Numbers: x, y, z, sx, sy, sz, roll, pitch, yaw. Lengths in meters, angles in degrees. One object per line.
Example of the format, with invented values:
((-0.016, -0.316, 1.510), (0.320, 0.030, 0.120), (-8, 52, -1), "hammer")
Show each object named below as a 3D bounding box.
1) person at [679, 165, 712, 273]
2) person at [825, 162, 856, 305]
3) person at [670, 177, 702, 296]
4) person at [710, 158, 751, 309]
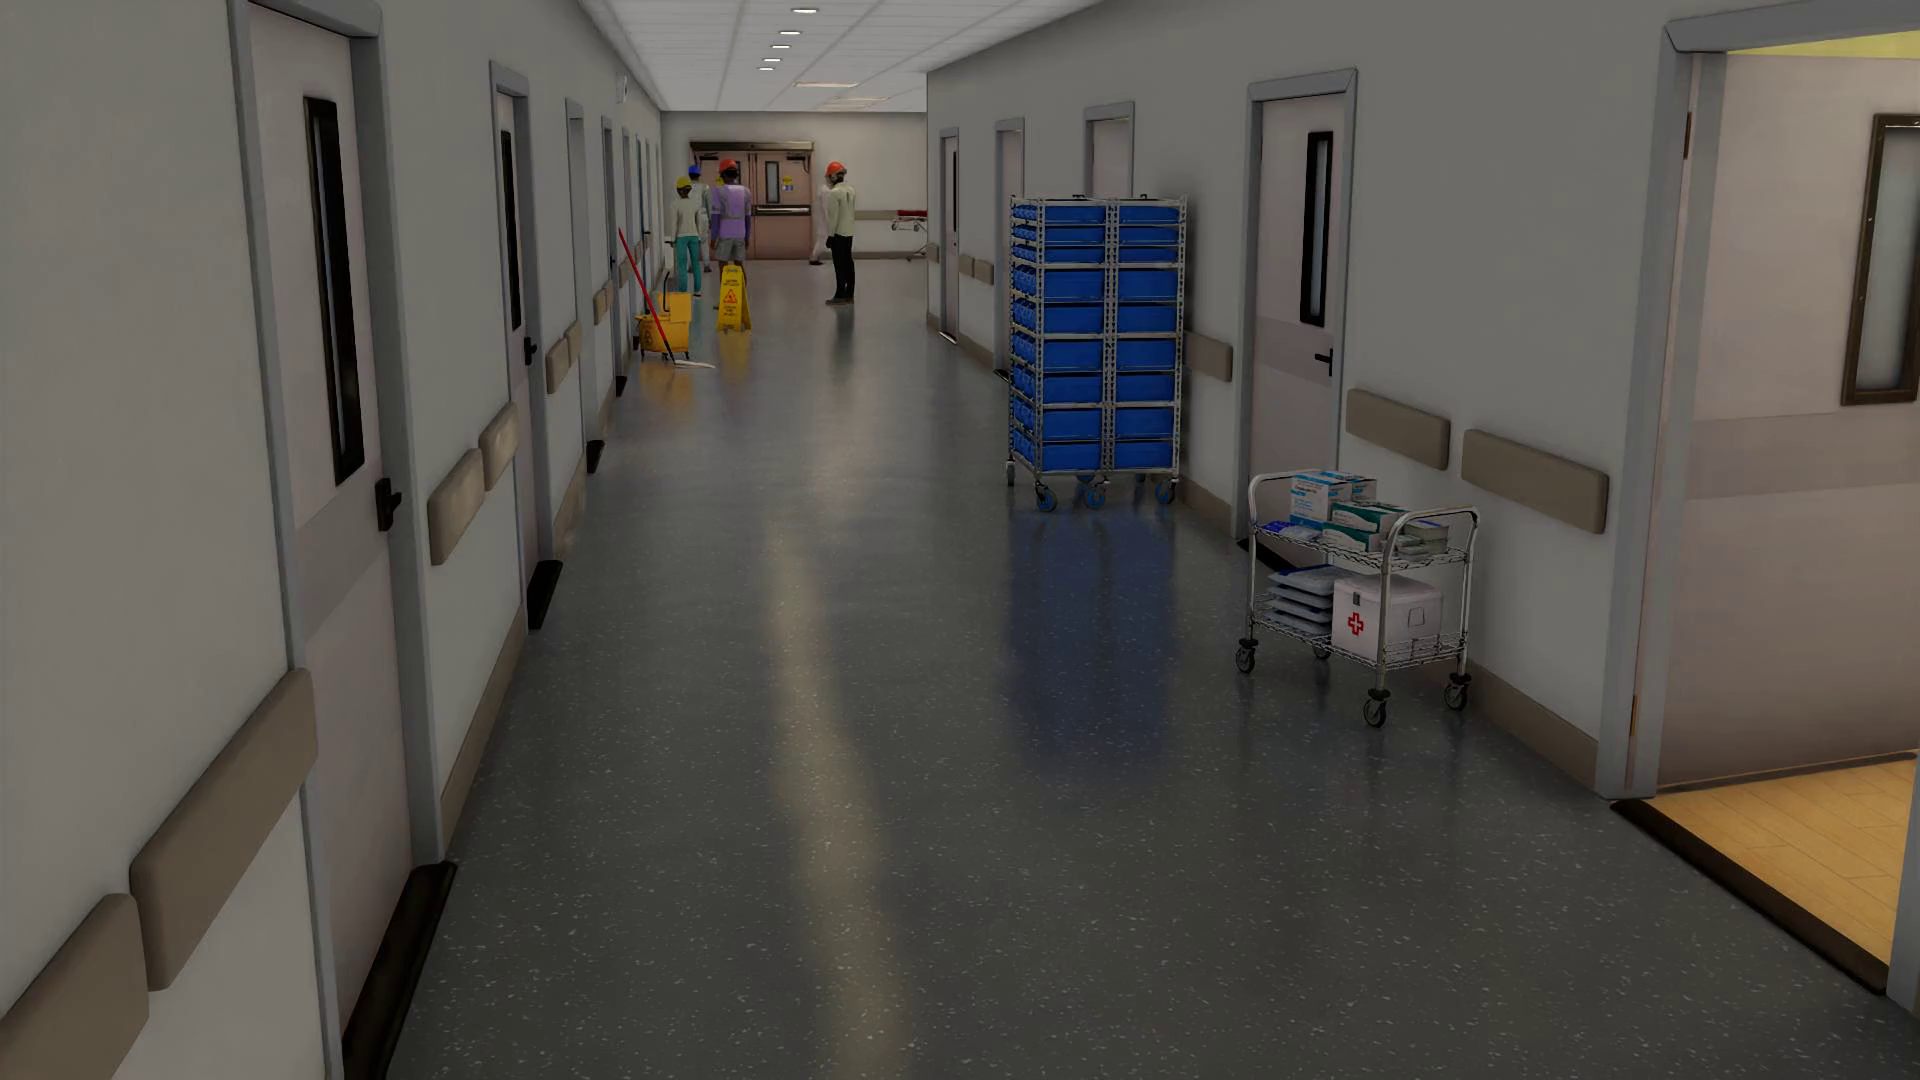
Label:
((-4.817, -5.852, 30.368), (0.604, 1.937, 0.403), (-1, 13, -6), "person")
((-1.695, -4.295, 23.349), (0.393, 1.985, 0.611), (6, 14, 26), "person")
((-4.075, -4.494, 24.715), (0.527, 1.772, 0.305), (-11, 16, -39), "person")
((-3.126, -4.151, 22.622), (0.614, 2.029, 0.409), (-11, 17, -40), "person")
